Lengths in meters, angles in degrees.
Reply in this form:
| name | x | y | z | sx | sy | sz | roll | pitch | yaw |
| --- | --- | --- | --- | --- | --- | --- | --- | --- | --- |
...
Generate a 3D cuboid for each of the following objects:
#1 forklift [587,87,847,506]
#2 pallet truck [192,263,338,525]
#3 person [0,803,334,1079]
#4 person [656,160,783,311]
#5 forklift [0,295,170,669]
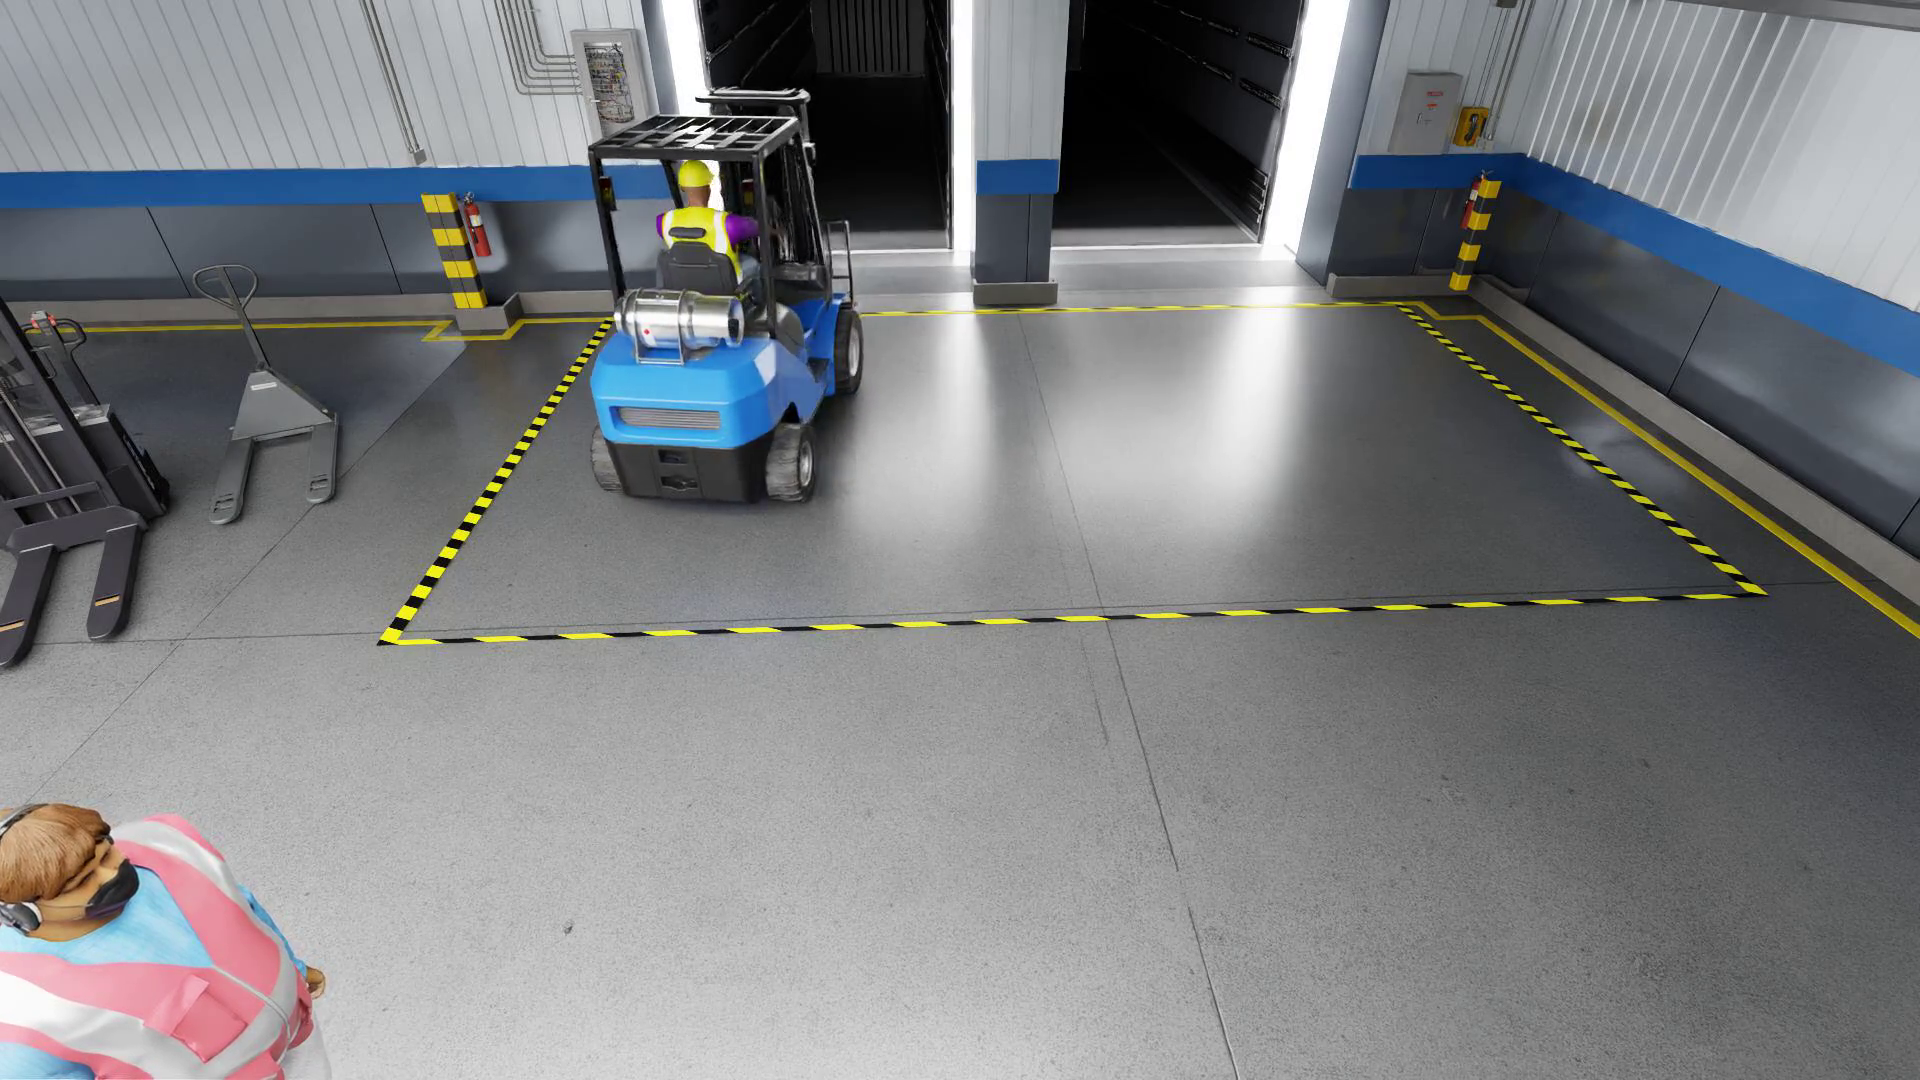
| name | x | y | z | sx | sy | sz | roll | pitch | yaw |
| --- | --- | --- | --- | --- | --- | --- | --- | --- | --- |
| forklift | -1.566 | -1.763 | 6.212 | 1.157 | 2.036 | 2.680 | 4 | 35 | 5 |
| pallet truck | -4.778 | -1.027 | 6.128 | 0.680 | 1.201 | 1.601 | -17 | 38 | -23 |
| person | -1.810 | 1.290 | 2.271 | 0.429 | 1.844 | 0.621 | -2 | 35 | -2 |
| person | -1.552 | -1.950 | 6.153 | 0.635 | 1.294 | 1.004 | 4 | 35 | 5 |
| forklift | -5.212 | -0.618 | 4.878 | 0.823 | 1.965 | 1.885 | -20 | 39 | -26 |
